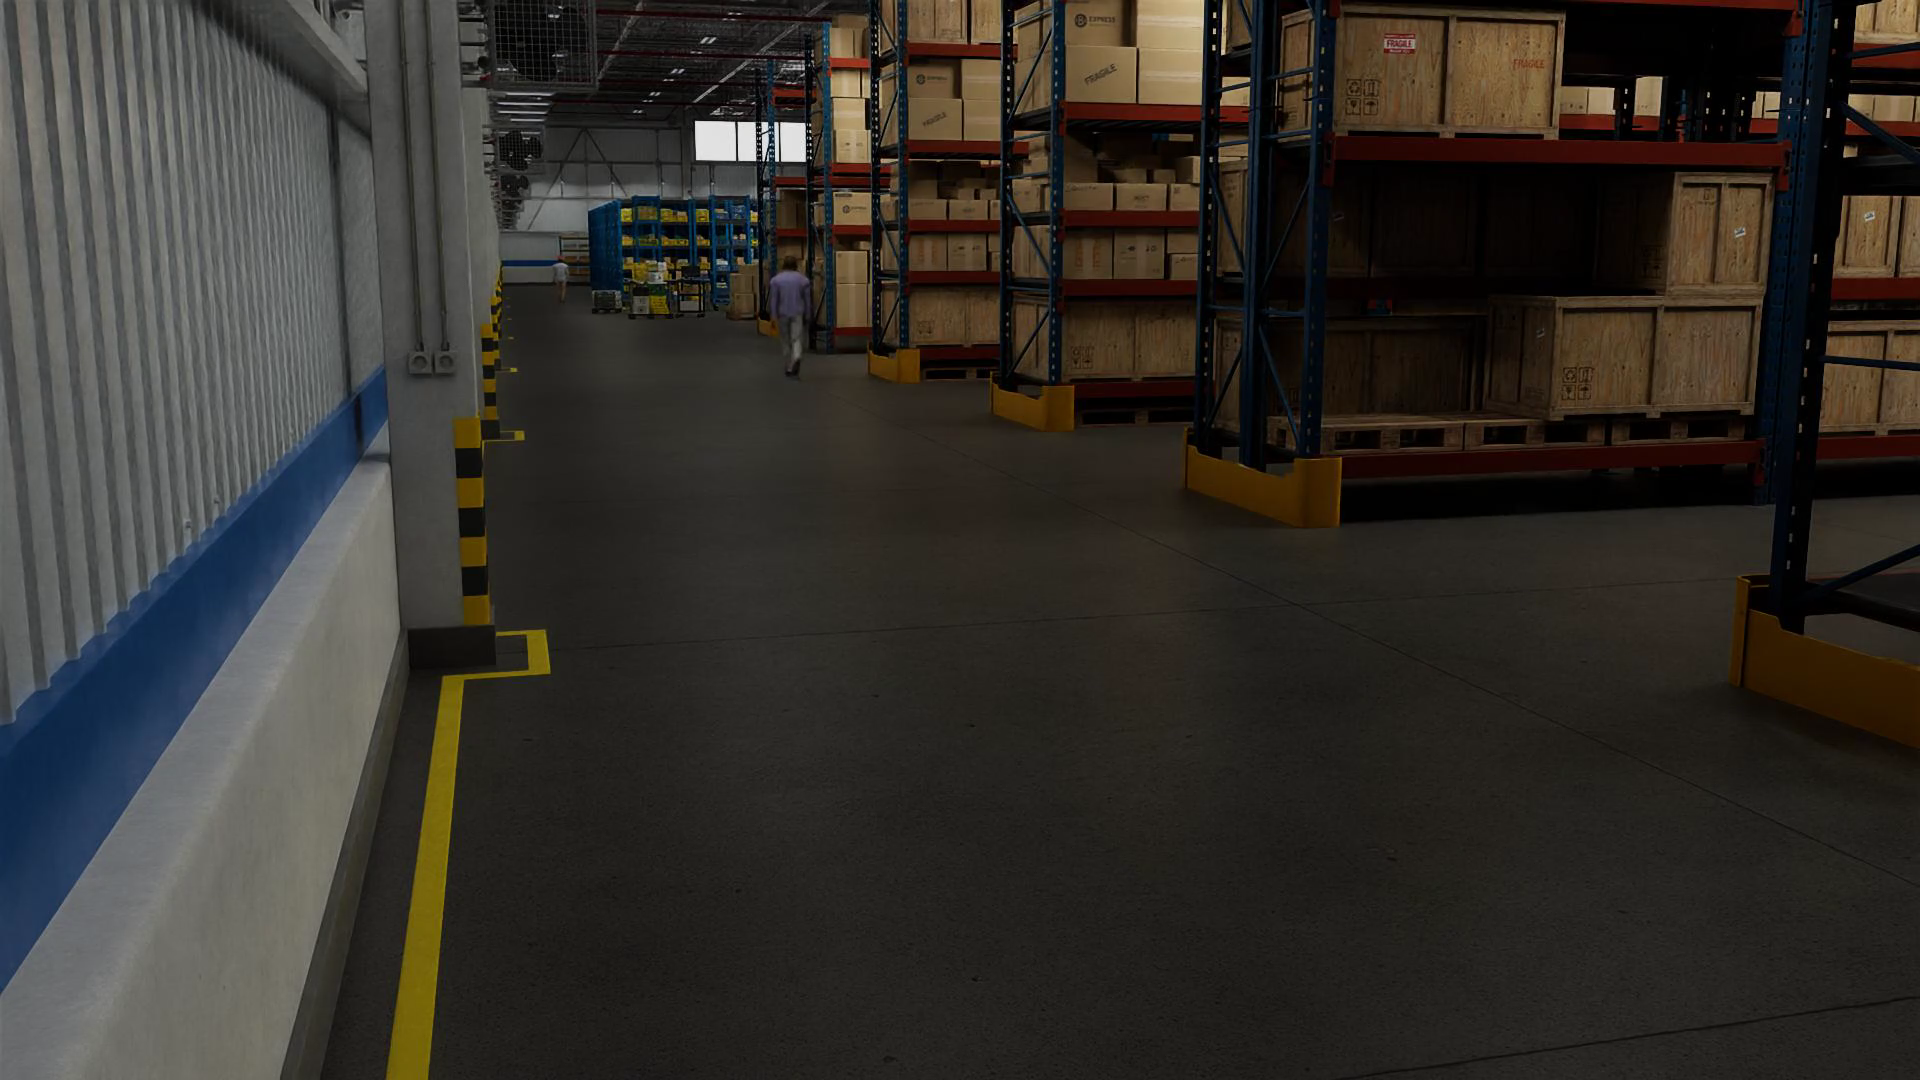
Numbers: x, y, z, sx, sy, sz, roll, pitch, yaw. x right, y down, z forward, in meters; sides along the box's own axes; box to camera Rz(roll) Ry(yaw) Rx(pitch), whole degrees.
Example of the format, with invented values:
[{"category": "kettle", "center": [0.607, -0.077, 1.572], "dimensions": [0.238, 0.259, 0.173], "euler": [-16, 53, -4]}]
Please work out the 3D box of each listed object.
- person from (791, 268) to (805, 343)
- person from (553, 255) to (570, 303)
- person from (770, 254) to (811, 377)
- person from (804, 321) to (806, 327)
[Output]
[{"category": "person", "center": [-3.258, -4.584, 32.420], "dimensions": [0.599, 1.797, 0.877], "euler": [-2, 10, -11]}, {"category": "person", "center": [-14.223, -9.297, 59.339], "dimensions": [0.579, 1.710, 0.899], "euler": [-2, 10, -14]}, {"category": "person", "center": [-2.616, -3.462, 25.722], "dimensions": [0.630, 1.920, 0.658], "euler": [-1, 10, -7]}, {"category": "person", "center": [-4.089, -6.130, 40.772], "dimensions": [0.631, 1.953, 1.038], "euler": [9, 13, 42]}]
